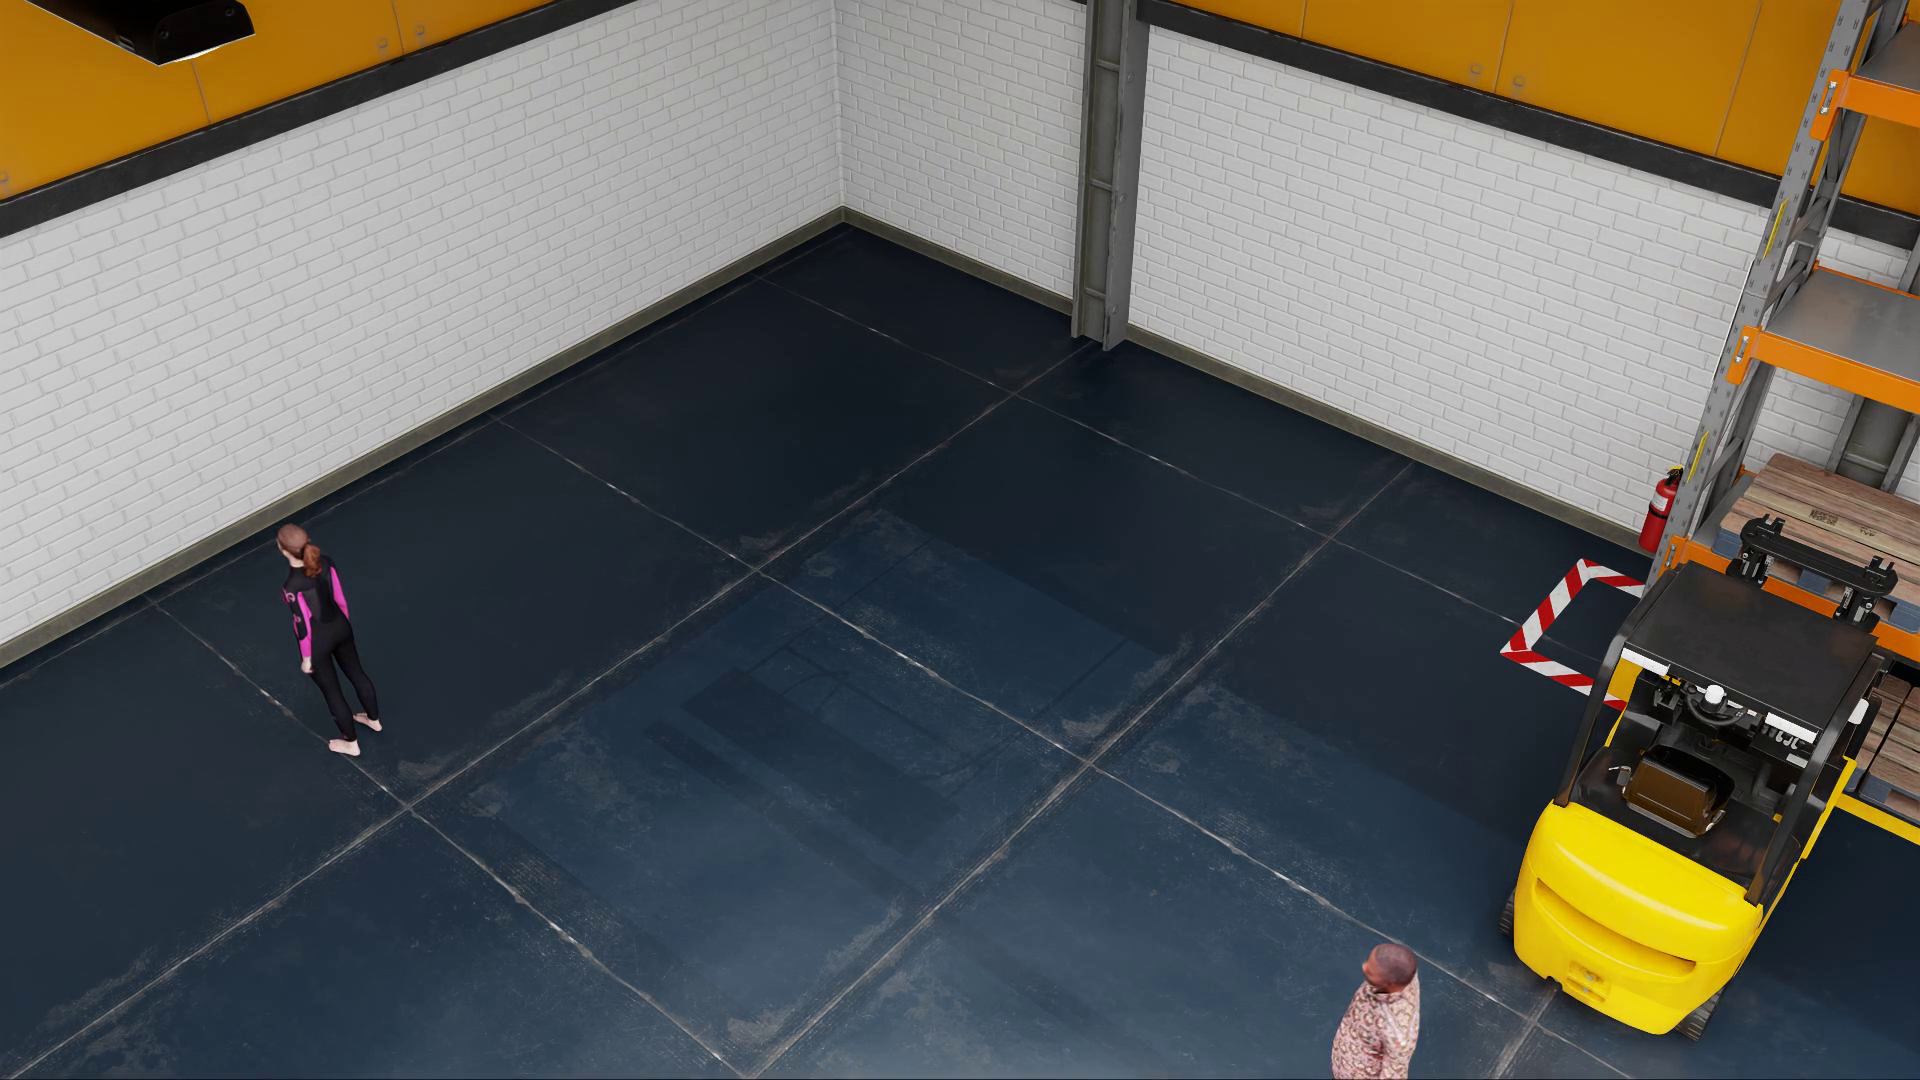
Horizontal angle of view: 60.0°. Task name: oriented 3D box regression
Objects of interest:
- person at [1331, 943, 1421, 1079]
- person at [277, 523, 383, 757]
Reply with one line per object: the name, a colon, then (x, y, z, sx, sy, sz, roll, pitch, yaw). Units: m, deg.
person: (1.939, 2.471, 7.778, 0.787, 1.810, 0.779, 5, 39, 6)
person: (-3.878, 0.601, 10.166, 0.634, 1.752, 0.618, 17, 42, 20)
